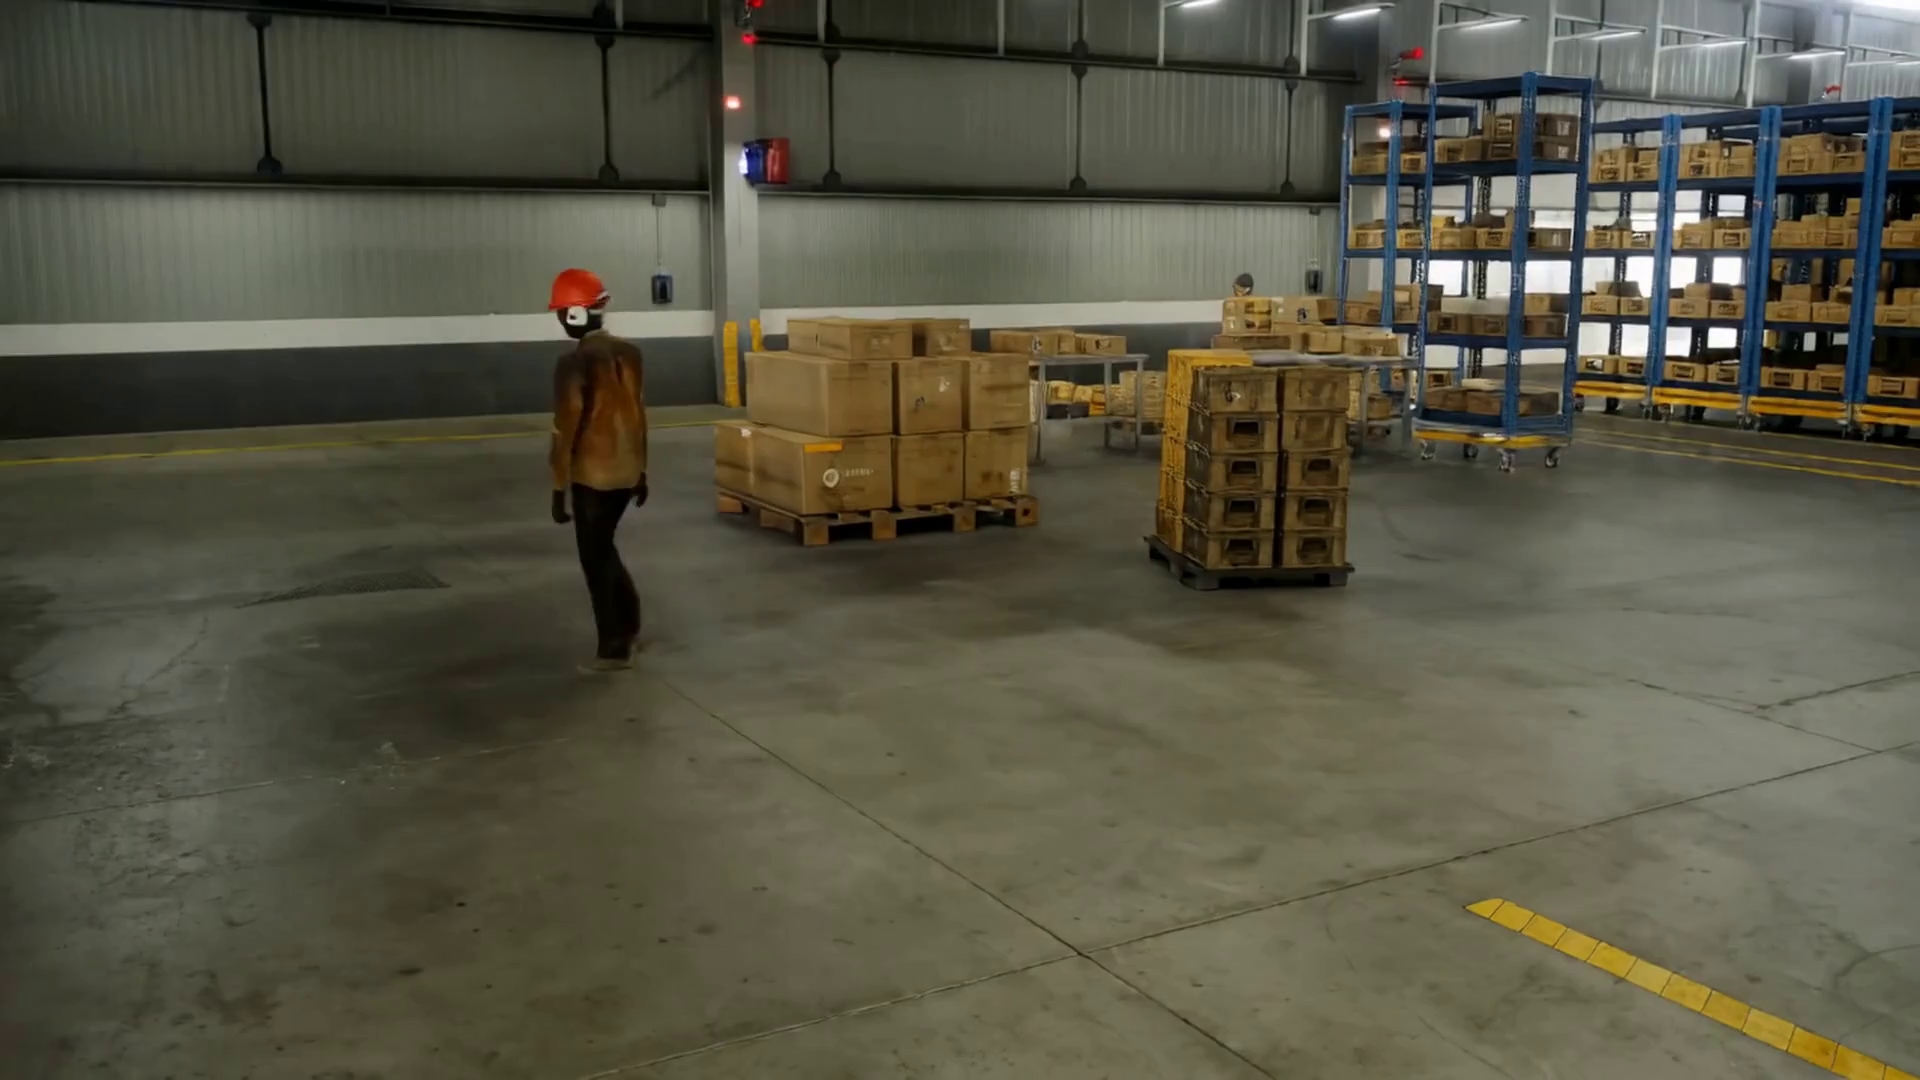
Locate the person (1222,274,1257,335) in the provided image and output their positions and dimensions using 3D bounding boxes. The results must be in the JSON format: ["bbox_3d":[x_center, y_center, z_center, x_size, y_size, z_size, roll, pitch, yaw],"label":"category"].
[{"bbox_3d":[3.467,-2.458,20.814,0.491,1.735,0.574,-5,11,-28],"label":"person"}]

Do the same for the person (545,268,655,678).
[{"bbox_3d":[-1.743,-0.307,7.978,0.439,1.970,0.632,5,11,26],"label":"person"}]
